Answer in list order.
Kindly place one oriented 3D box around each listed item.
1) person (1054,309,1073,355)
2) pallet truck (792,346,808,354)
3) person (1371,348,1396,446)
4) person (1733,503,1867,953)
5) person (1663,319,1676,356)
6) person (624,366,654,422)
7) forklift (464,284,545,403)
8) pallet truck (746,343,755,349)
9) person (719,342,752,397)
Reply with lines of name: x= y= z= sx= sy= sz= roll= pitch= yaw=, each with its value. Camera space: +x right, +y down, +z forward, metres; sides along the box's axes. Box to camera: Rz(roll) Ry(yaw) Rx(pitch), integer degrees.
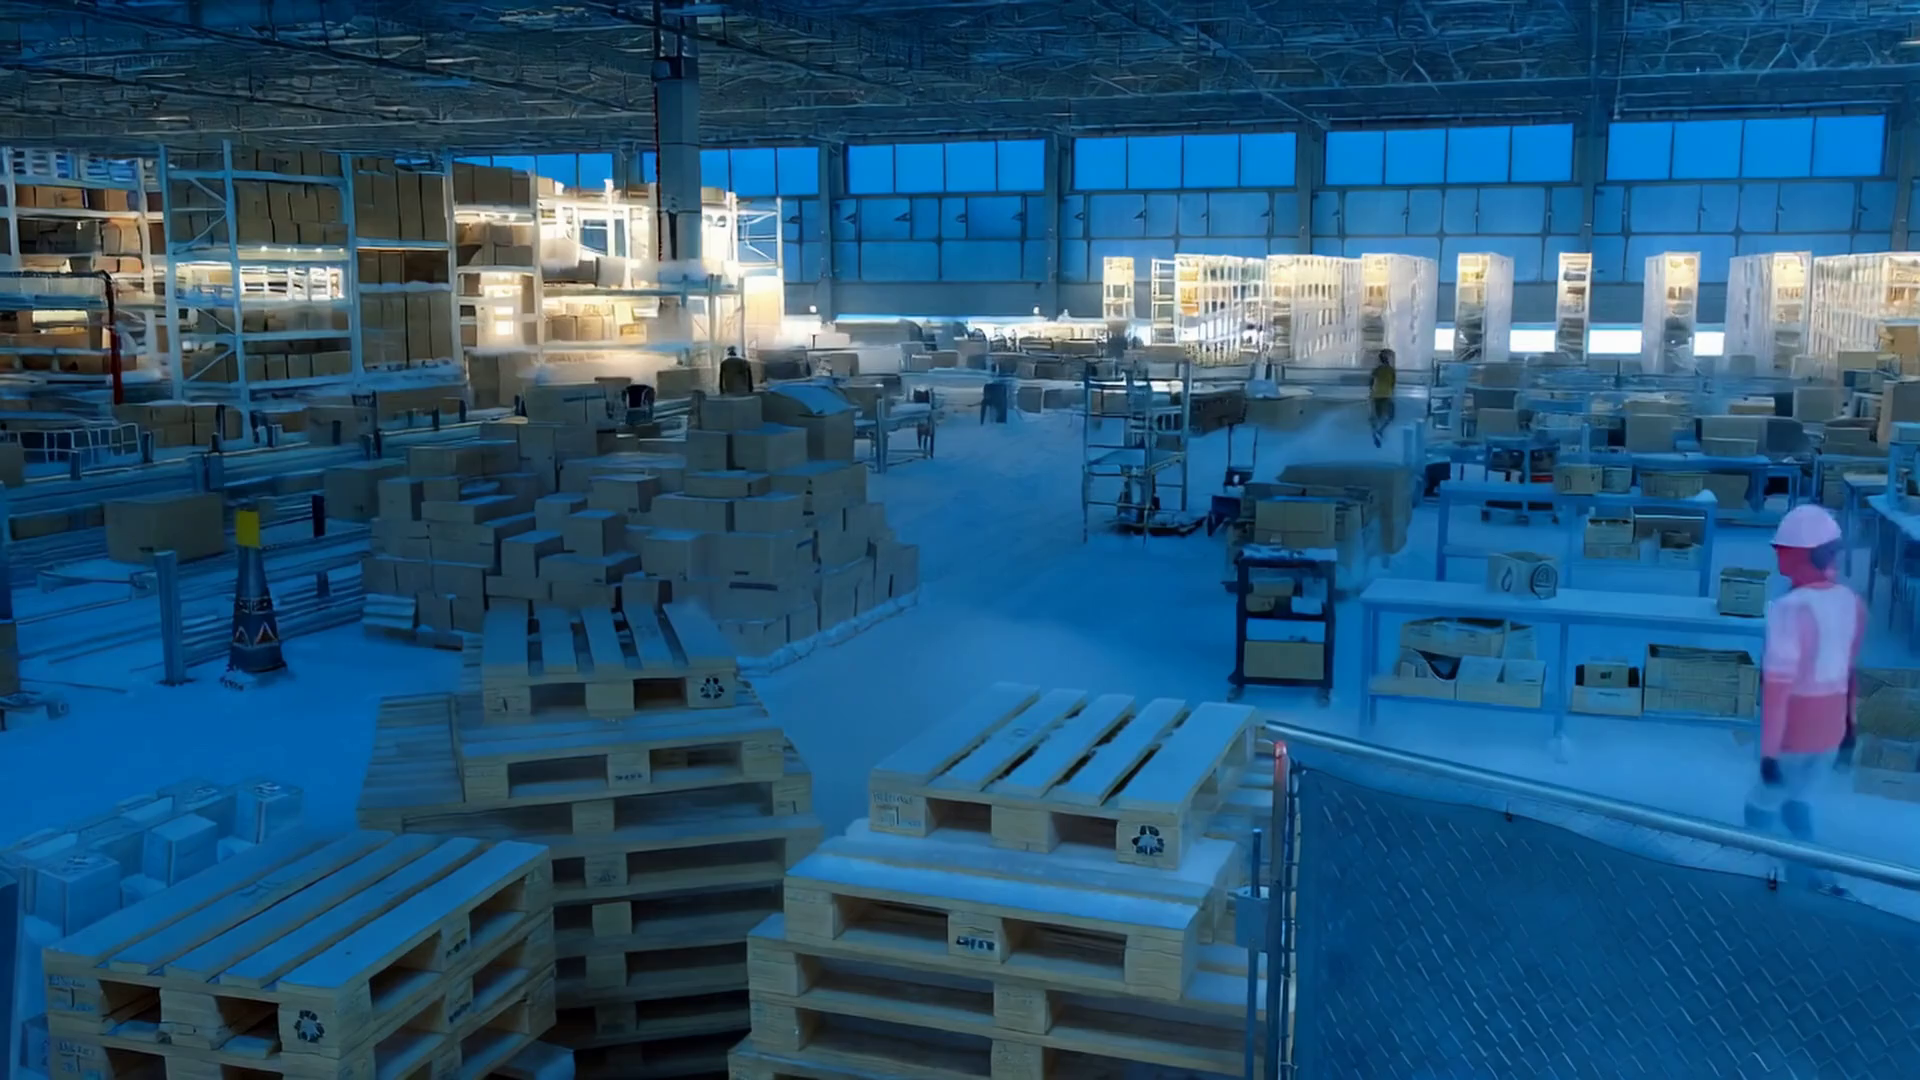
person: x=3.318 y=-6.417 z=53.310 sx=0.667 sy=1.951 sz=0.622 roll=-5 pitch=10 yaw=-28
pallet truck: x=-3.705 y=-4.298 z=42.022 sx=0.653 sy=1.274 sz=1.630 roll=3 pitch=10 yaw=20
person: x=7.491 y=-2.524 z=29.478 sx=0.404 sy=1.757 sz=0.526 roll=-9 pitch=12 yaw=-43
person: x=3.773 y=0.857 z=7.361 sx=0.605 sy=2.032 sz=0.576 roll=-5 pitch=11 yaw=-30
person: x=20.875 y=-5.678 z=49.071 sx=0.706 sy=1.822 sz=0.569 roll=5 pitch=10 yaw=28
person: x=-4.752 y=-1.782 z=25.047 sx=0.557 sy=1.660 sz=0.794 roll=4 pitch=10 yaw=24
forklift: x=-10.832 y=-4.702 z=39.610 sx=1.129 sy=2.768 sz=1.873 roll=3 pitch=10 yaw=20
pallet truck: x=-6.183 y=-4.618 z=44.264 sx=1.601 sy=1.201 sz=0.680 roll=-9 pitch=12 yaw=-43
person: x=-4.016 y=-2.615 z=29.783 sx=0.590 sy=1.835 sz=0.404 roll=-2 pitch=9 yaw=-14
